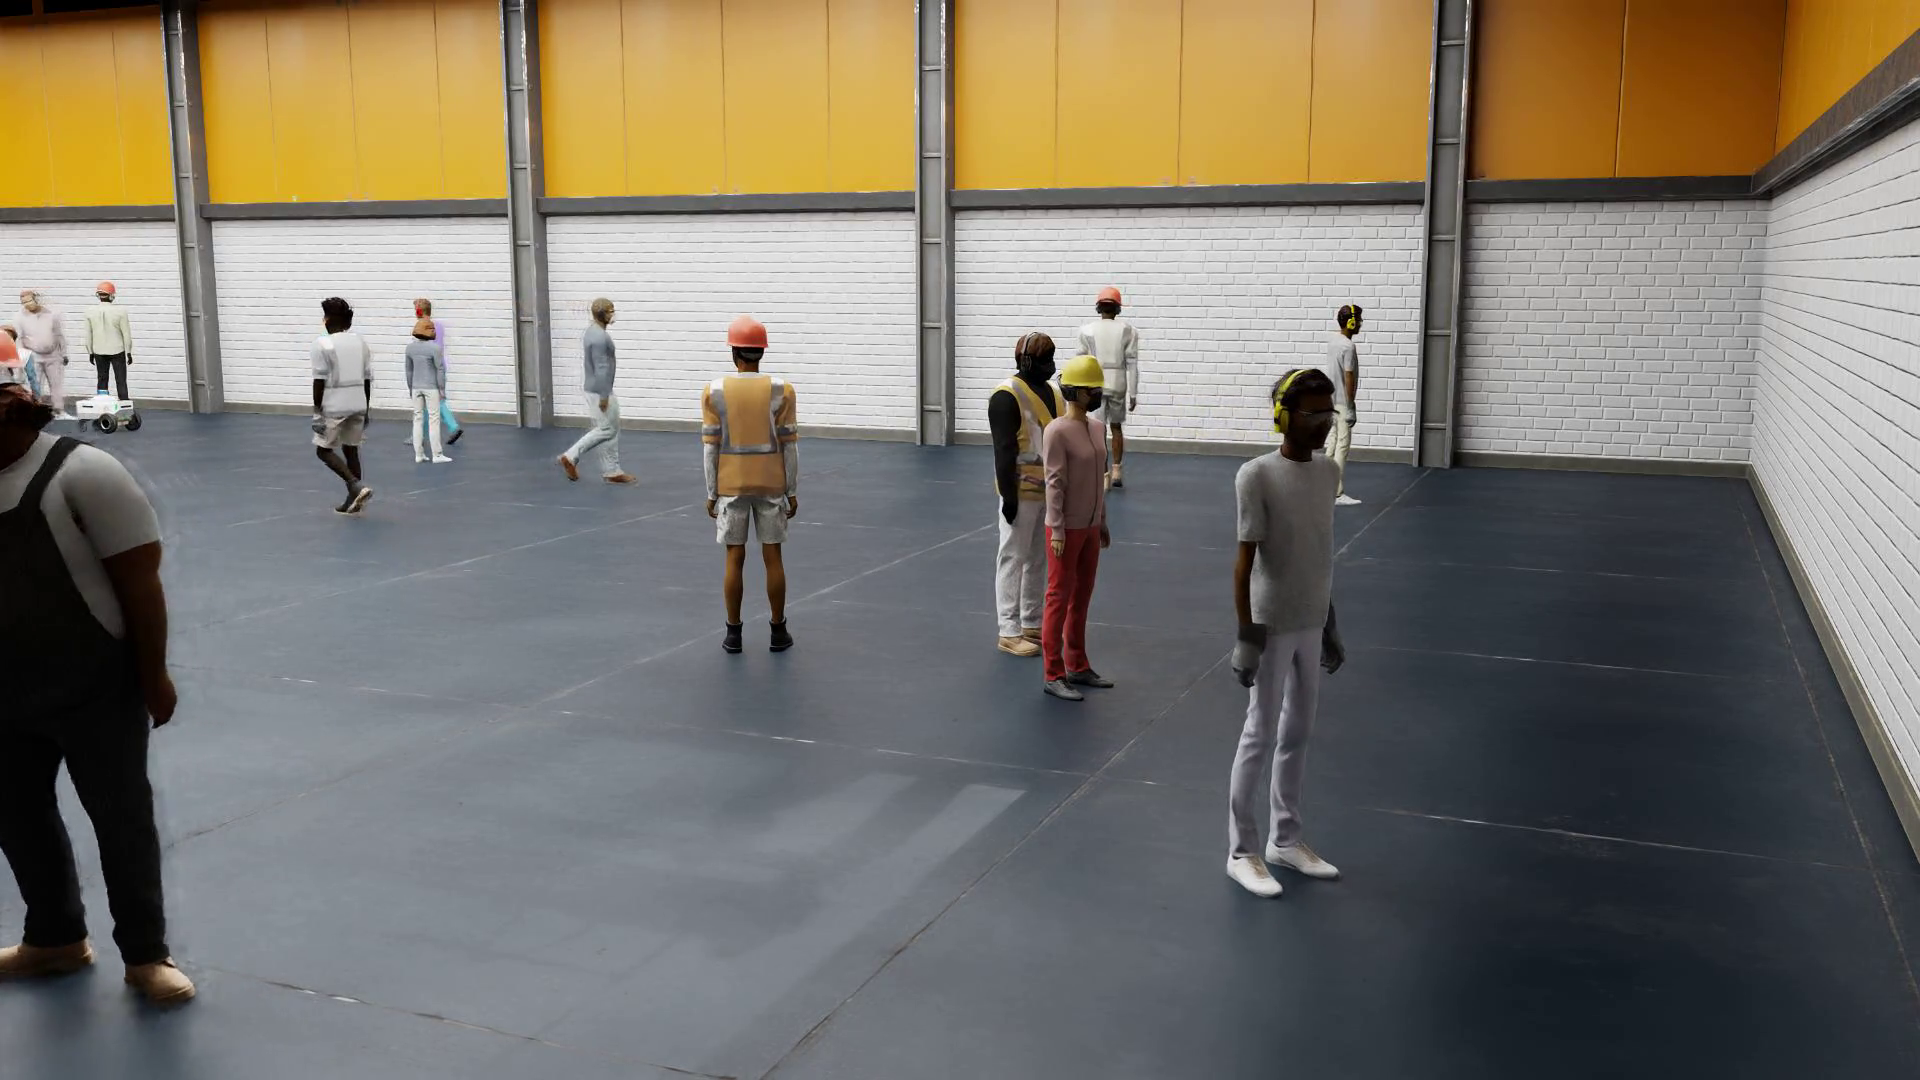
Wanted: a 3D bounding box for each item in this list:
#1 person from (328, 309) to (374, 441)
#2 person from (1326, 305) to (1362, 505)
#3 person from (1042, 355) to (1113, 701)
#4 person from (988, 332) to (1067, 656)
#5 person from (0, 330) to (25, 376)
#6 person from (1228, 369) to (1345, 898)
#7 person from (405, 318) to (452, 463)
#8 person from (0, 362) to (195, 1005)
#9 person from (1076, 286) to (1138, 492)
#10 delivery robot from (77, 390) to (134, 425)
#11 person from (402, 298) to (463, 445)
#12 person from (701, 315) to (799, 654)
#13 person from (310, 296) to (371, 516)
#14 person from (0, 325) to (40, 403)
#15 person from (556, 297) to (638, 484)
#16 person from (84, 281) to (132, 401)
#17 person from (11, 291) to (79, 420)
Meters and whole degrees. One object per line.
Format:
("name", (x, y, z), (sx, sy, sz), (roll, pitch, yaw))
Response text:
("person", (-7.713, -2.079, 21.006), (0.550, 1.697, 0.363), (3, 10, 16))
("person", (3.574, -1.253, 15.483), (0.313, 1.860, 0.507), (-1, 9, -8))
("person", (0.615, -0.068, 8.592), (0.315, 1.767, 0.525), (6, 11, 33))
("person", (0.422, -0.271, 9.588), (0.430, 1.845, 0.624), (7, 11, 35))
("person", (-5.428, -0.233, 9.275), (1.025, 1.880, 0.549), (1, 9, 4))
("person", (1.177, 0.323, 5.926), (0.533, 1.861, 0.310), (-7, 12, -37))
("person", (-6.015, -1.682, 18.770), (0.501, 1.631, 0.287), (4, 10, 20))
("person", (-2.692, 0.395, 4.948), (0.806, 2.000, 0.534), (2, 10, 13))
("person", (1.442, -1.489, 16.459), (0.602, 2.016, 0.626), (0, 9, 0))
("delivery robot", (-11.427, -1.762, 22.225), (0.707, 0.478, 0.477), (3, 10, 17))
("person", (-6.555, -2.068, 20.540), (0.739, 1.825, 0.575), (3, 10, 16))
("person", (-1.196, -0.311, 9.538), (0.545, 1.939, 0.360), (-1, 9, -6))
("person", (-5.405, -1.159, 14.625), (0.485, 1.951, 0.624), (5, 11, 30))
("person", (-10.154, -1.504, 17.787), (0.554, 1.604, 0.744), (-5, 11, -30))
("person", (-3.668, -1.486, 16.738), (0.708, 1.919, 0.632), (-2, 10, -14))
("person", (-12.192, -2.703, 23.859), (0.613, 1.994, 0.395), (-1, 9, -7))
("person", (-12.992, -2.600, 23.643), (0.775, 1.869, 0.396), (-9, 13, -42))
